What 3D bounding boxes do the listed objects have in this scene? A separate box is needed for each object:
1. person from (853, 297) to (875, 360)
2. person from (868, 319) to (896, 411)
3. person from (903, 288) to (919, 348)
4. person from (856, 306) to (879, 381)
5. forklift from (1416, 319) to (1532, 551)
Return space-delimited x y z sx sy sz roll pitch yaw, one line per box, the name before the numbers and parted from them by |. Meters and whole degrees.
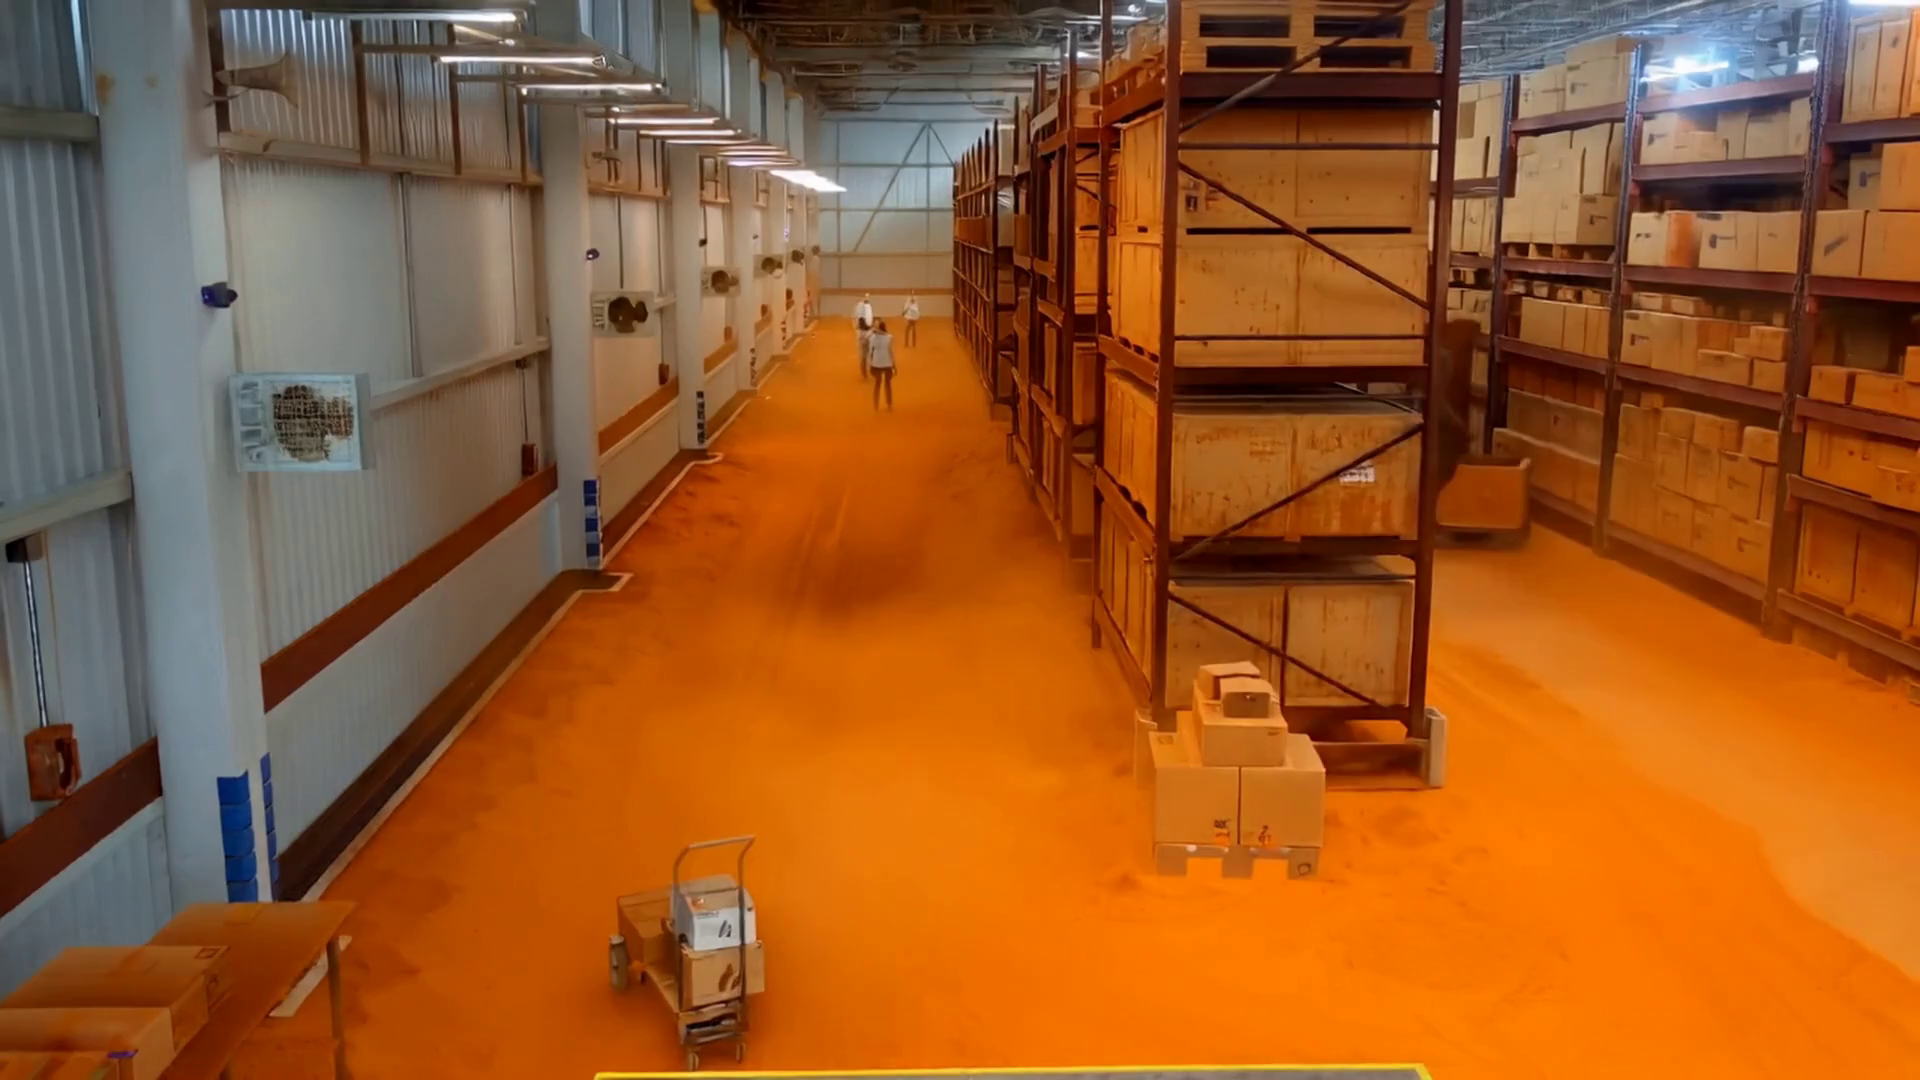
person | -2.828 -6.222 48.936 0.649 1.852 1.033 0 11 -1
person | -1.669 -3.755 35.727 0.619 1.986 0.410 -3 11 -16
person | -1.566 -7.151 53.560 0.541 1.927 0.393 -4 12 -21
person | -2.362 -5.031 42.575 0.597 1.907 0.414 -1 11 -7
forklift | 6.227 -1.369 20.969 1.873 2.768 1.129 5 12 24
